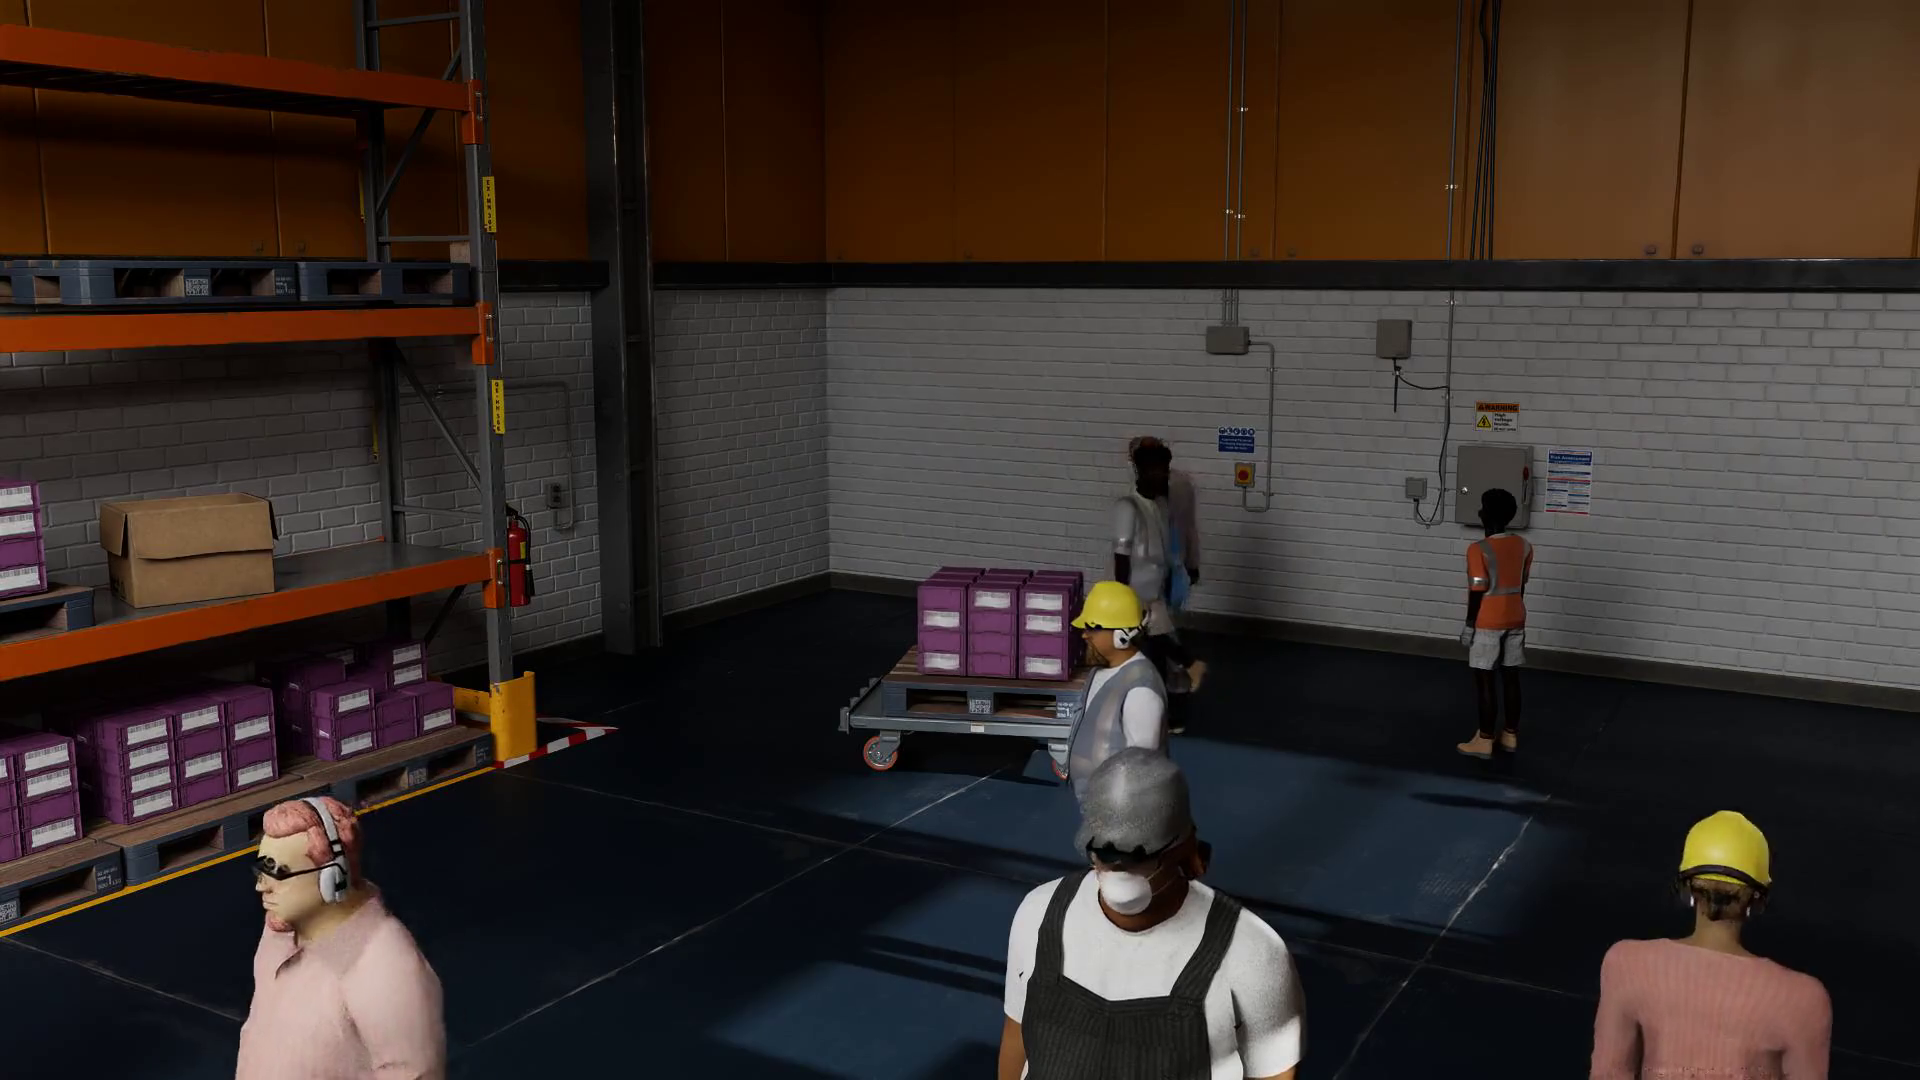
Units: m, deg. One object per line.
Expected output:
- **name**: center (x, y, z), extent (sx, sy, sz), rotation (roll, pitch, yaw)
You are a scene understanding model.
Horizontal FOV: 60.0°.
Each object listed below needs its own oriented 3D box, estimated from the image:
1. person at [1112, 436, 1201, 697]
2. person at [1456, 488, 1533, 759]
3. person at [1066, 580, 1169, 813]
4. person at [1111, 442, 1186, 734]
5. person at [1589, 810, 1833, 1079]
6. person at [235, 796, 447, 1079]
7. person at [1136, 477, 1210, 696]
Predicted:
- **person**: center (1.366, 0.178, 12.102), extent (0.694, 1.858, 0.949), rotation (-7, 11, -37)
- **person**: center (3.349, 0.523, 10.426), extent (0.533, 1.697, 0.322), rotation (-6, 11, -31)
- **person**: center (0.627, 1.060, 6.697), extent (0.404, 1.825, 0.588), rotation (-2, 9, -11)
- **person**: center (1.107, 0.302, 11.038), extent (0.787, 1.945, 0.608), rotation (7, 11, 37)
- **person**: center (1.790, 1.524, 4.020), extent (0.522, 1.748, 0.442), rotation (7, 11, 36)
- **person**: center (-1.489, 1.496, 3.881), extent (1.008, 1.853, 0.647), rotation (-8, 12, -39)
- **person**: center (1.449, 0.367, 11.462), extent (0.566, 1.673, 0.555), rotation (-2, 9, -11)
